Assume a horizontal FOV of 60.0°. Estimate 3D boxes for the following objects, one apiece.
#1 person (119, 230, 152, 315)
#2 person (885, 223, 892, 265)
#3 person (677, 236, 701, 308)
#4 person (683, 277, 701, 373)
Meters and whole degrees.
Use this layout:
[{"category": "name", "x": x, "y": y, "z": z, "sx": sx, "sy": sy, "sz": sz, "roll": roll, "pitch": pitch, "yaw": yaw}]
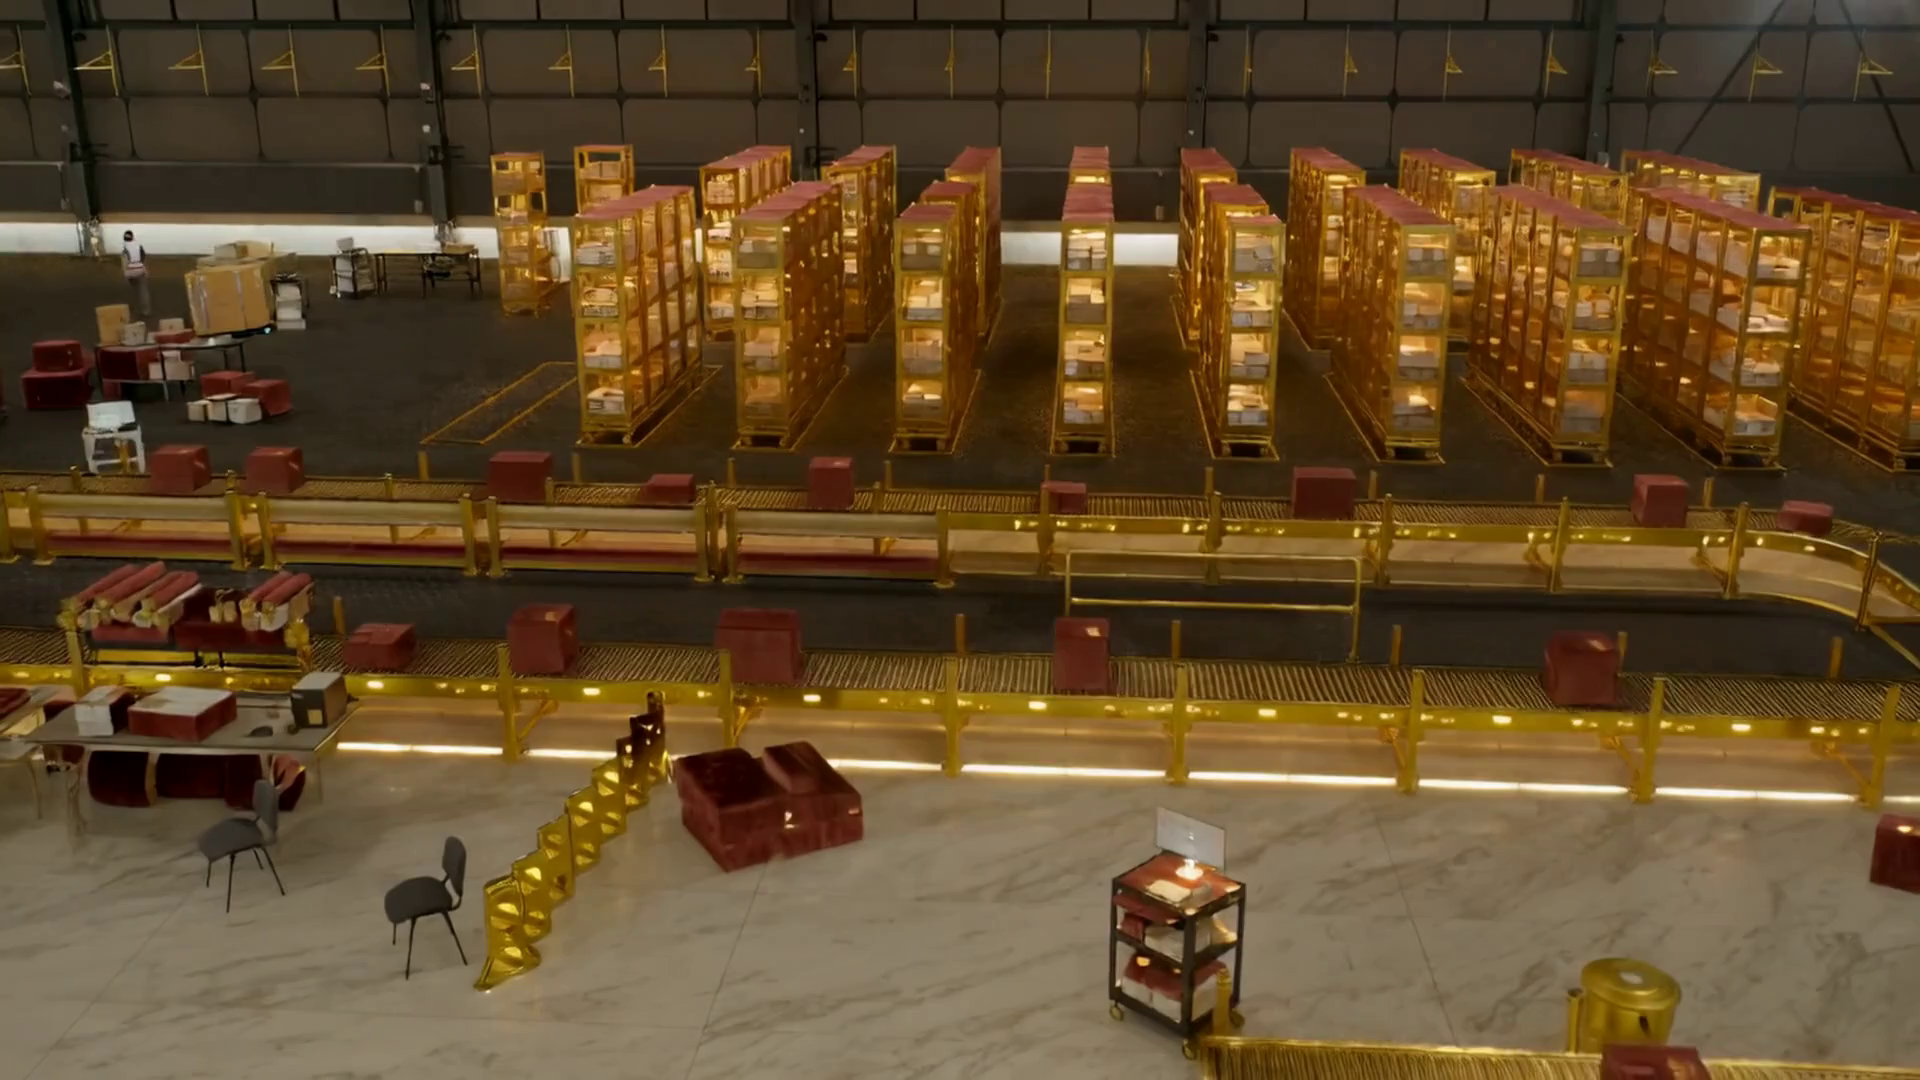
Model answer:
[{"category": "person", "x": -18.726, "y": -6.056, "z": 37.682, "sx": 1.038, "sy": 1.885, "sz": 0.604, "roll": 15, "pitch": 23, "yaw": 39}, {"category": "person", "x": -1.938, "y": -7.425, "z": 42.104, "sx": 0.569, "sy": 1.840, "sz": 0.374, "roll": -16, "pitch": 23, "yaw": -41}, {"category": "person", "x": -6.265, "y": -6.244, "z": 38.378, "sx": 0.601, "sy": 1.827, "sz": 0.403, "roll": 16, "pitch": 23, "yaw": 41}, {"category": "person", "x": -5.107, "y": -4.122, "z": 31.407, "sx": 0.490, "sy": 1.973, "sz": 0.639, "roll": -4, "pitch": 18, "yaw": -12}]
